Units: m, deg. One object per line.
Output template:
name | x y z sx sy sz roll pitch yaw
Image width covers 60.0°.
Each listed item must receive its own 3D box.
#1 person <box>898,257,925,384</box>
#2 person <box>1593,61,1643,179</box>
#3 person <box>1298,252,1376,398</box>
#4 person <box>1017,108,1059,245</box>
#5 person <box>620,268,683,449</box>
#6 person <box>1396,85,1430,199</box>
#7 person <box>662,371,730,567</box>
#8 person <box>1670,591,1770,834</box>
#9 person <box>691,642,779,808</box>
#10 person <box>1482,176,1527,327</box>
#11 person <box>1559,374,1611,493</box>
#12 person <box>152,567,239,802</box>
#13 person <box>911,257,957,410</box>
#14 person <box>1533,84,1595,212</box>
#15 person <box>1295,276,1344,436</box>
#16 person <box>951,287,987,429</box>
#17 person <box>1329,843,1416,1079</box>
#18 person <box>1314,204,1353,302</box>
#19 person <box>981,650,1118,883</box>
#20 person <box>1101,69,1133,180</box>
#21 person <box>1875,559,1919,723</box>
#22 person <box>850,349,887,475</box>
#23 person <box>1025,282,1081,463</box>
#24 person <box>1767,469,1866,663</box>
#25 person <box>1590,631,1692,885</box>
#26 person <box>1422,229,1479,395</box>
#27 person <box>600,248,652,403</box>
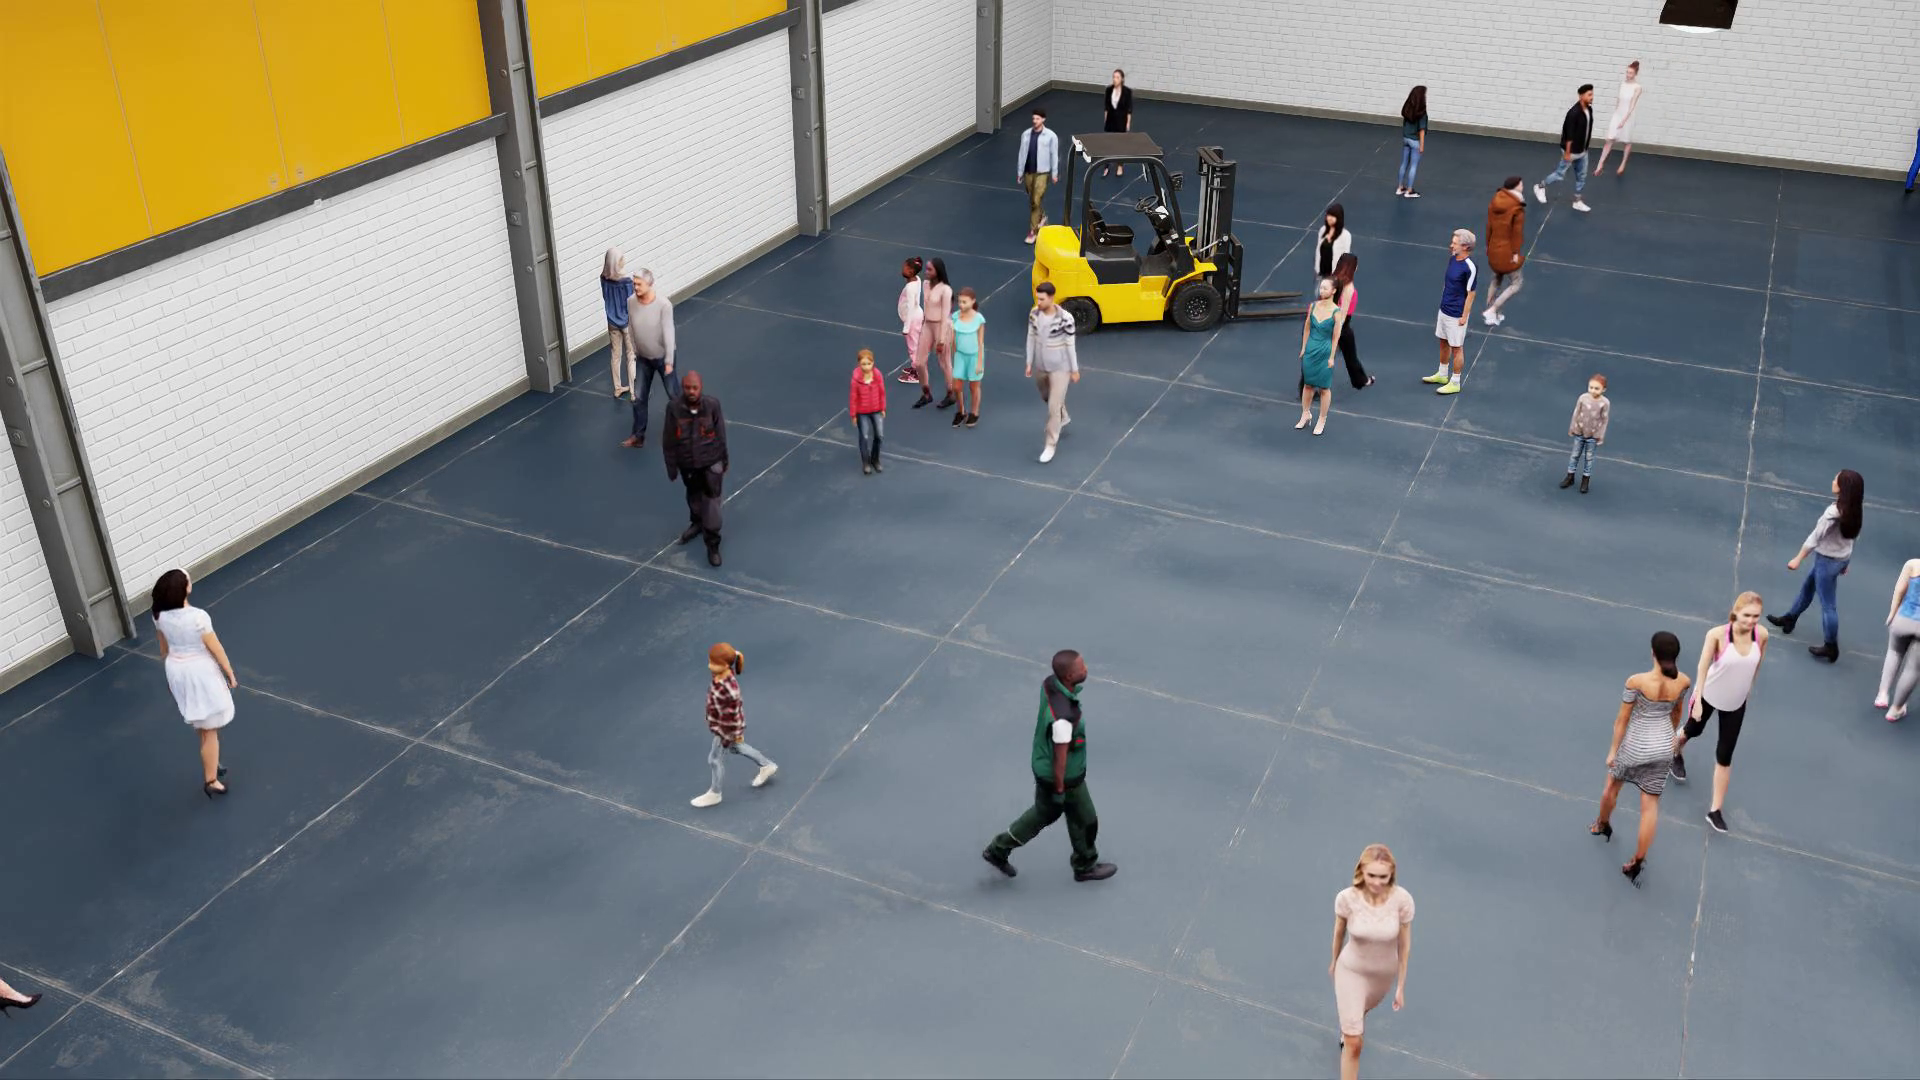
person | -0.518 -2.462 18.438 0.656 1.441 0.513 5 29 9
person | 10.161 -6.359 25.250 1.083 1.758 0.870 -20 34 -32
person | 3.978 -2.254 17.889 1.141 1.602 1.079 -9 30 -17
person | 1.080 -5.017 22.772 0.691 1.776 1.138 13 31 23
person | -3.049 -1.892 16.946 0.790 1.869 1.125 10 30 18
person | 6.684 -5.888 24.537 0.757 1.614 0.712 -15 32 -25
person | -2.340 -0.738 14.932 1.031 1.771 1.202 -1 29 -2
person | 5.275 1.075 11.644 0.902 1.737 1.242 2 29 4
person | -1.588 1.269 11.754 0.943 1.291 0.873 -11 30 -19
person | 6.413 -3.400 19.751 0.919 1.829 0.874 -14 31 -23
person | 6.088 -1.056 16.117 0.512 1.195 0.503 19 34 30
person | -5.370 1.060 11.605 0.776 1.801 0.882 5 29 9
person | -0.161 -2.198 17.683 0.837 1.700 0.750 -26 38 -38
person | 8.768 -5.671 23.965 1.186 1.781 1.087 -20 35 -33
person | 3.715 -1.909 17.167 0.599 1.687 0.578 24 37 36
person | 0.136 -1.933 17.358 0.550 1.546 0.575 10 30 18
person | 2.261 2.364 9.242 0.845 1.773 1.196 2 29 4
person | 4.417 -3.167 19.535 0.757 1.627 0.841 25 37 38
person | 0.560 1.501 10.786 1.130 1.811 1.195 -3 29 -6
person | 2.434 -6.360 25.372 0.638 1.643 0.758 9 30 16
person | 7.190 0.674 12.526 0.652 1.596 0.650 25 37 37
person | -0.920 -1.291 16.430 0.619 1.308 0.671 -8 30 -15
person | 0.962 -1.777 16.780 0.847 1.825 1.161 22 35 34
person | 7.054 0.236 13.325 0.955 1.601 0.923 -22 35 -34
person | 4.499 1.465 10.864 0.851 1.799 0.969 1 29 2
person | 5.385 -2.498 18.090 0.770 1.836 0.689 -7 29 -13
person | -3.649 -2.333 17.932 0.631 1.698 0.581 16 32 26
